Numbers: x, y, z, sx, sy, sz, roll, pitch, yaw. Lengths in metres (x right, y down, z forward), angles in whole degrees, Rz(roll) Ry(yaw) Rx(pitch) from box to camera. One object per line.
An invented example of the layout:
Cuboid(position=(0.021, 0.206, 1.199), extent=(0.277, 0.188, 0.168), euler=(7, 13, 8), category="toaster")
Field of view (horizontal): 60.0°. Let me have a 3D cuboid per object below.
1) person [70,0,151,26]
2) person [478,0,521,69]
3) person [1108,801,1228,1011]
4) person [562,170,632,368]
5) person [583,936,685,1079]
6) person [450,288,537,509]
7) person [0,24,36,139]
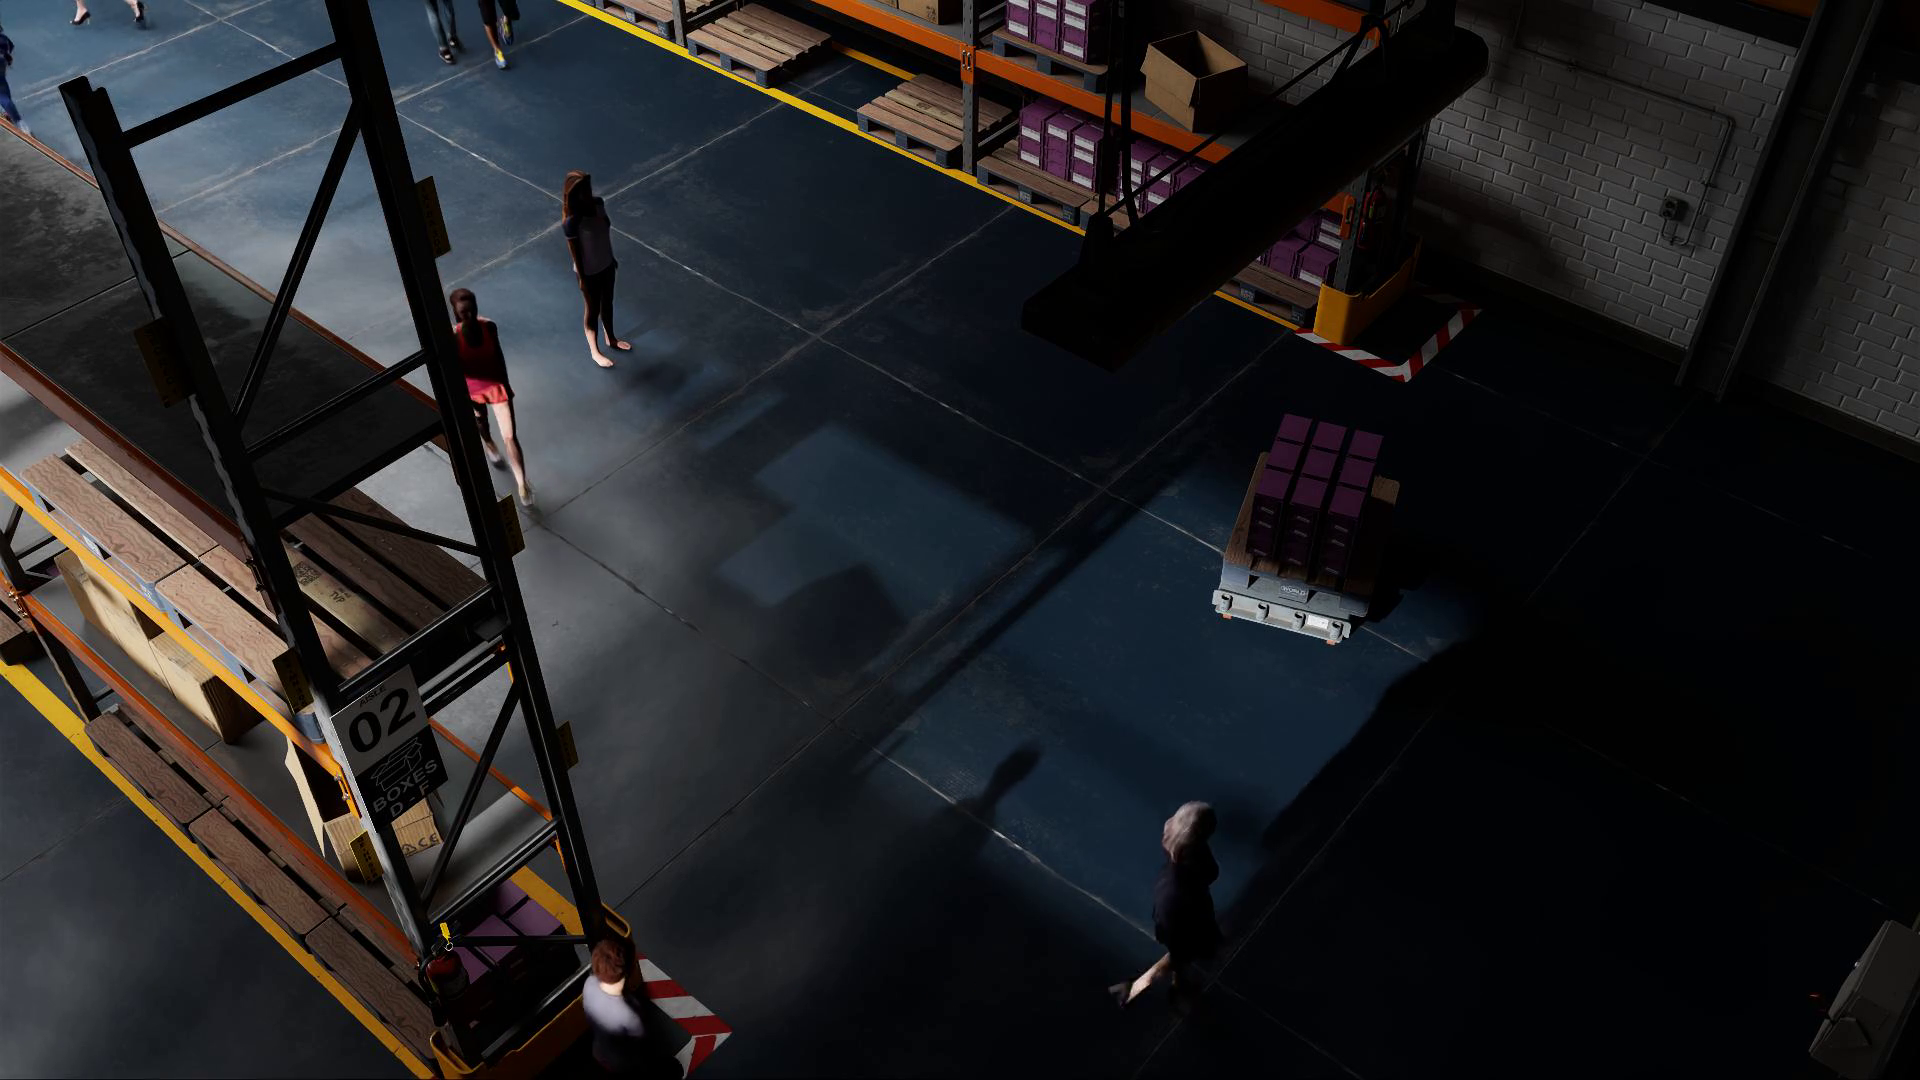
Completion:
Cuboid(position=(-9.168, -6.204, 17.450), extent=(1.133, 1.787, 1.096), euler=(-5, 44, -5), category="person")
Cuboid(position=(-4.813, -5.782, 16.958), extent=(0.854, 1.855, 0.969), euler=(-14, 45, -14), category="person")
Cuboid(position=(1.110, 1.986, 8.892), extent=(0.875, 1.733, 0.887), euler=(-13, 45, -13), category="person")
Cuboid(position=(-2.933, -2.192, 13.278), extent=(0.606, 1.732, 0.634), euler=(20, 47, 20), category="person")
Cuboid(position=(-1.720, 2.620, 8.300), extent=(0.590, 1.632, 0.708), euler=(31, 52, 29), category="person")
Cuboid(position=(-3.506, -1.128, 12.184), extent=(0.878, 1.703, 1.238), euler=(-20, 47, -20), category="person")
Cuboid(position=(-9.229, -4.543, 15.863), extent=(1.021, 1.571, 0.624), euler=(30, 51, 28), category="person")
